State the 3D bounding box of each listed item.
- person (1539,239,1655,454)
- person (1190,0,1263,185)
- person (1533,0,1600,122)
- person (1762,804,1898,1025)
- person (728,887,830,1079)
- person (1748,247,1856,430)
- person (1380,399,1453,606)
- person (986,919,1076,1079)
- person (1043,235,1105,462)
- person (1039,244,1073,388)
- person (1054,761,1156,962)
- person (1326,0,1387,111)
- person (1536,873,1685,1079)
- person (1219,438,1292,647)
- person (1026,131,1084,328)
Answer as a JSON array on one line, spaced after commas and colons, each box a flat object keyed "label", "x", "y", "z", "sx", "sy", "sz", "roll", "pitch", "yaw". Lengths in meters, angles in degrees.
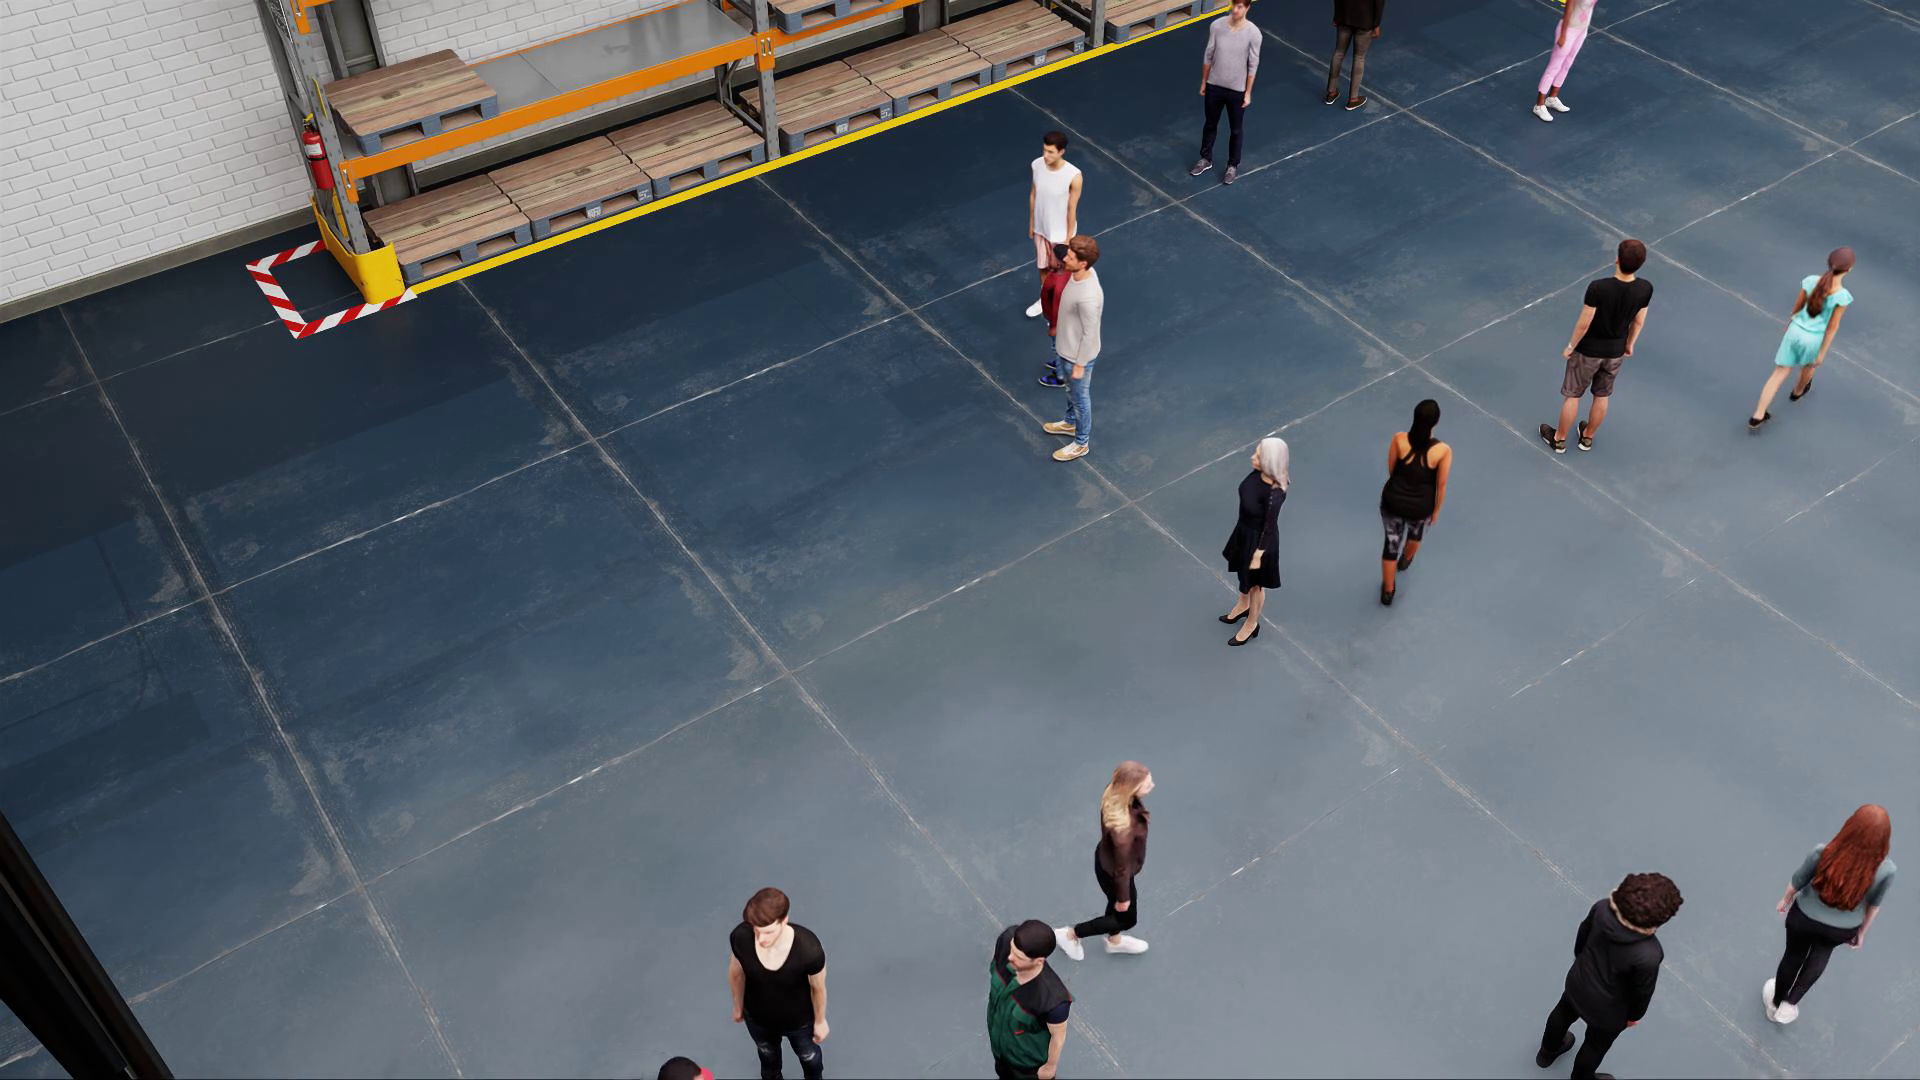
[{"label": "person", "x": 4.770, "y": -1.433, "z": 12.396, "sx": 0.712, "sy": 1.862, "sz": 0.834, "roll": -3, "pitch": 44, "yaw": -3}, {"label": "person", "x": 2.468, "y": -4.184, "z": 15.299, "sx": 0.737, "sy": 1.841, "sz": 0.714, "roll": 20, "pitch": 47, "yaw": 20}, {"label": "person", "x": 5.955, "y": -4.954, "z": 16.179, "sx": 0.466, "sy": 1.741, "sz": 0.647, "roll": -30, "pitch": 51, "yaw": -28}, {"label": "person", "x": 4.562, "y": 2.078, "z": 8.804, "sx": 0.725, "sy": 1.733, "sz": 0.775, "roll": 18, "pitch": 47, "yaw": 18}, {"label": "person", "x": -0.902, "y": 2.348, "z": 8.402, "sx": 0.742, "sy": 1.897, "sz": 0.797, "roll": 8, "pitch": 44, "yaw": 8}, {"label": "person", "x": 6.432, "y": -1.506, "z": 12.724, "sx": 1.093, "sy": 1.515, "sz": 0.655, "roll": -31, "pitch": 52, "yaw": -28}, {"label": "person", "x": 3.020, "y": -0.218, "z": 11.277, "sx": 0.839, "sy": 1.646, "sz": 0.944, "roll": 14, "pitch": 45, "yaw": 14}, {"label": "person", "x": 0.326, "y": 2.464, "z": 8.277, "sx": 0.553, "sy": 1.901, "sz": 0.658, "roll": -25, "pitch": 49, "yaw": -24}, {"label": "person", "x": 0.880, "y": -1.441, "z": 12.374, "sx": 0.734, "sy": 1.905, "sz": 0.742, "roll": -7, "pitch": 44, "yaw": -7}, {"label": "person", "x": 0.801, "y": -1.802, "z": 13.225, "sx": 0.637, "sy": 1.253, "sz": 0.570, "roll": 10, "pitch": 44, "yaw": 10}, {"label": "person", "x": 0.792, "y": 1.795, "z": 9.128, "sx": 0.927, "sy": 1.696, "sz": 0.848, "roll": 2, "pitch": 44, "yaw": 2}, {"label": "person", "x": 3.881, "y": -5.097, "z": 16.286, "sx": 0.723, "sy": 1.800, "sz": 0.677, "roll": 27, "pitch": 50, "yaw": 25}, {"label": "person", "x": 3.316, "y": 2.288, "z": 8.550, "sx": 0.639, "sy": 1.779, "sz": 0.666, "roll": -18, "pitch": 47, "yaw": -18}, {"label": "person", "x": 1.946, "y": 0.004, "z": 10.971, "sx": 0.709, "sy": 1.747, "sz": 0.690, "roll": -5, "pitch": 44, "yaw": -5}, {"label": "person", "x": 0.796, "y": -2.564, "z": 13.640, "sx": 0.681, "sy": 1.784, "sz": 0.654, "roll": 30, "pitch": 51, "yaw": 27}]
